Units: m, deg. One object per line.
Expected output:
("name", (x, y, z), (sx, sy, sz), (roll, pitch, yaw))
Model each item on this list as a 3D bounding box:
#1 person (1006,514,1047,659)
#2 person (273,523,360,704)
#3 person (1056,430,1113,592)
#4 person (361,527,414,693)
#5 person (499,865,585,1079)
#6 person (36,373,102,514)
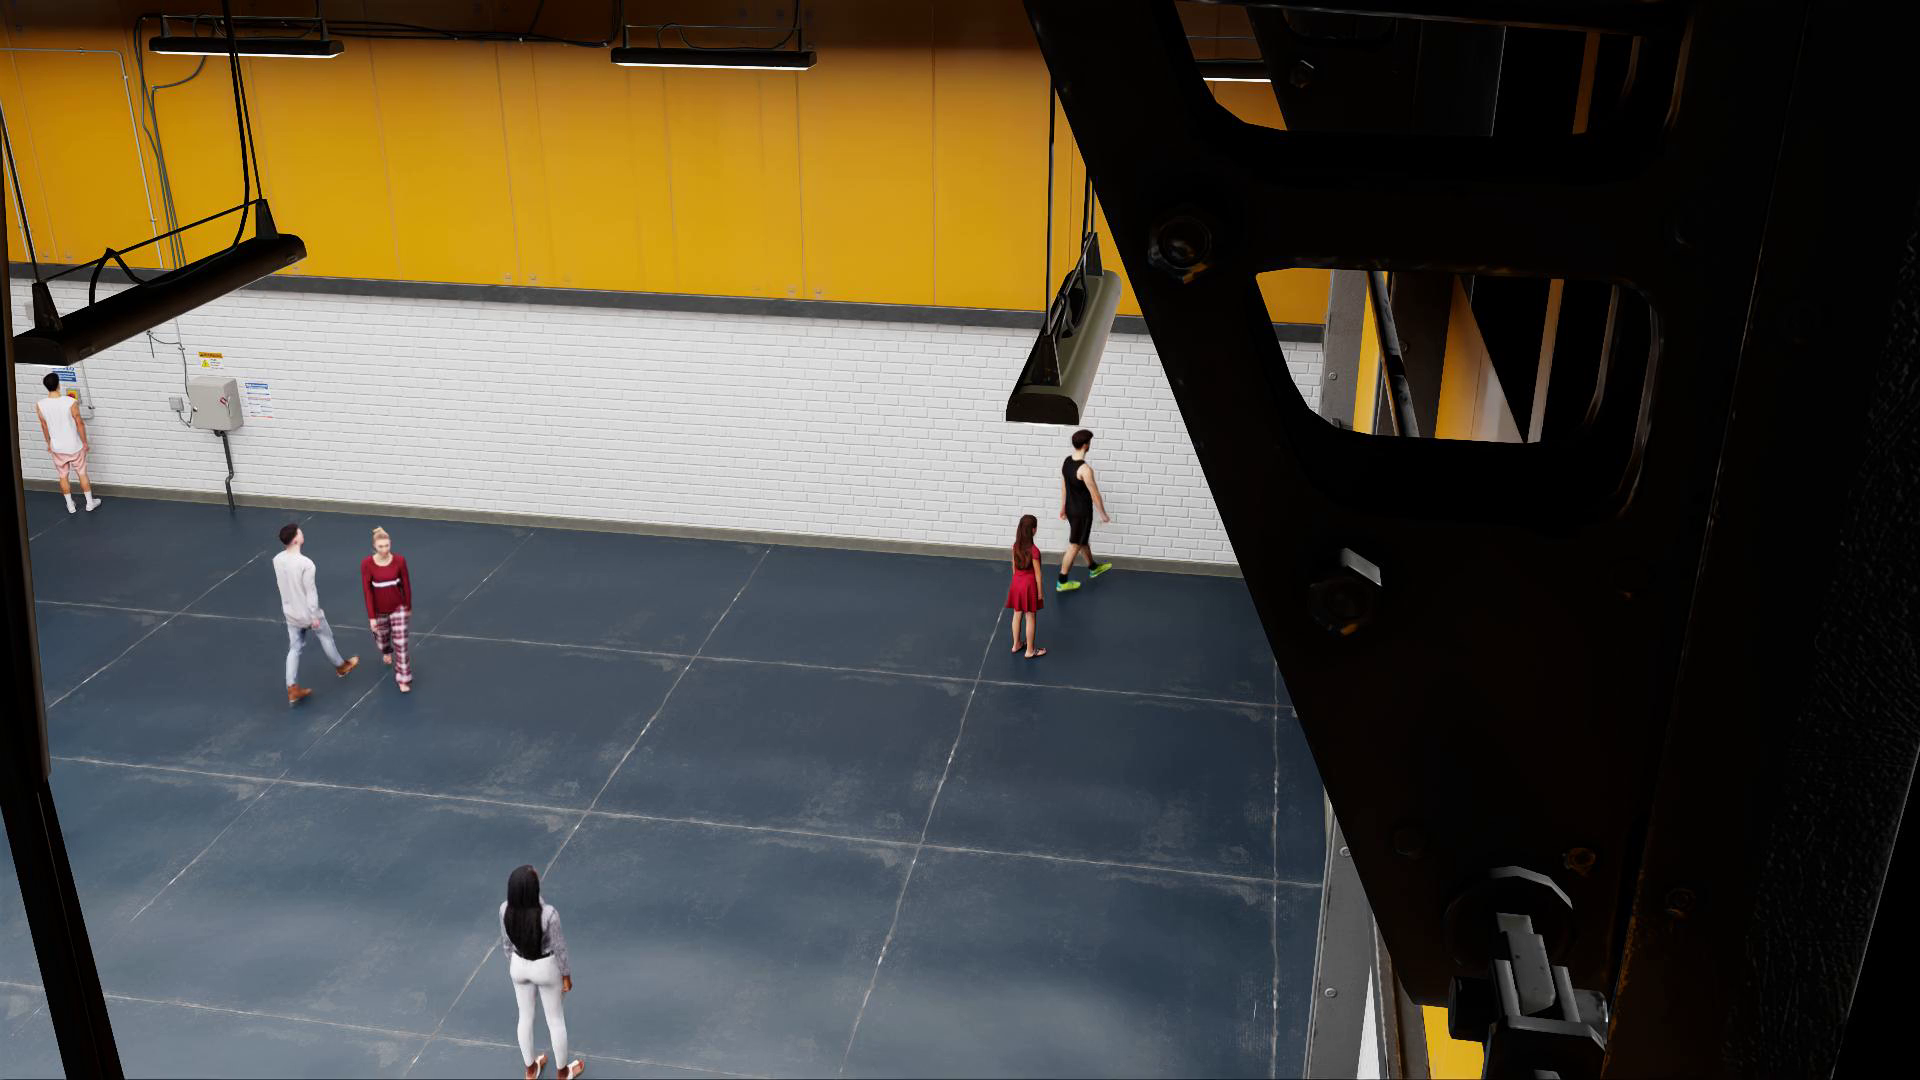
("person", (0.685, 0.467, 17.212), (0.671, 1.557, 0.731), (21, 31, 40))
("person", (-6.502, 0.739, 16.297), (0.890, 1.791, 1.204), (10, 26, 22))
("person", (1.284, -0.287, 18.566), (1.099, 1.853, 1.095), (-12, 26, -26))
("person", (-5.717, 0.670, 16.586), (0.879, 1.684, 0.993), (-11, 26, -24))
("person", (-2.881, 2.950, 11.322), (0.606, 1.724, 0.508), (5, 24, 12))
("person", (-11.165, -1.207, 20.751), (0.722, 1.788, 0.714), (-6, 24, -13))
